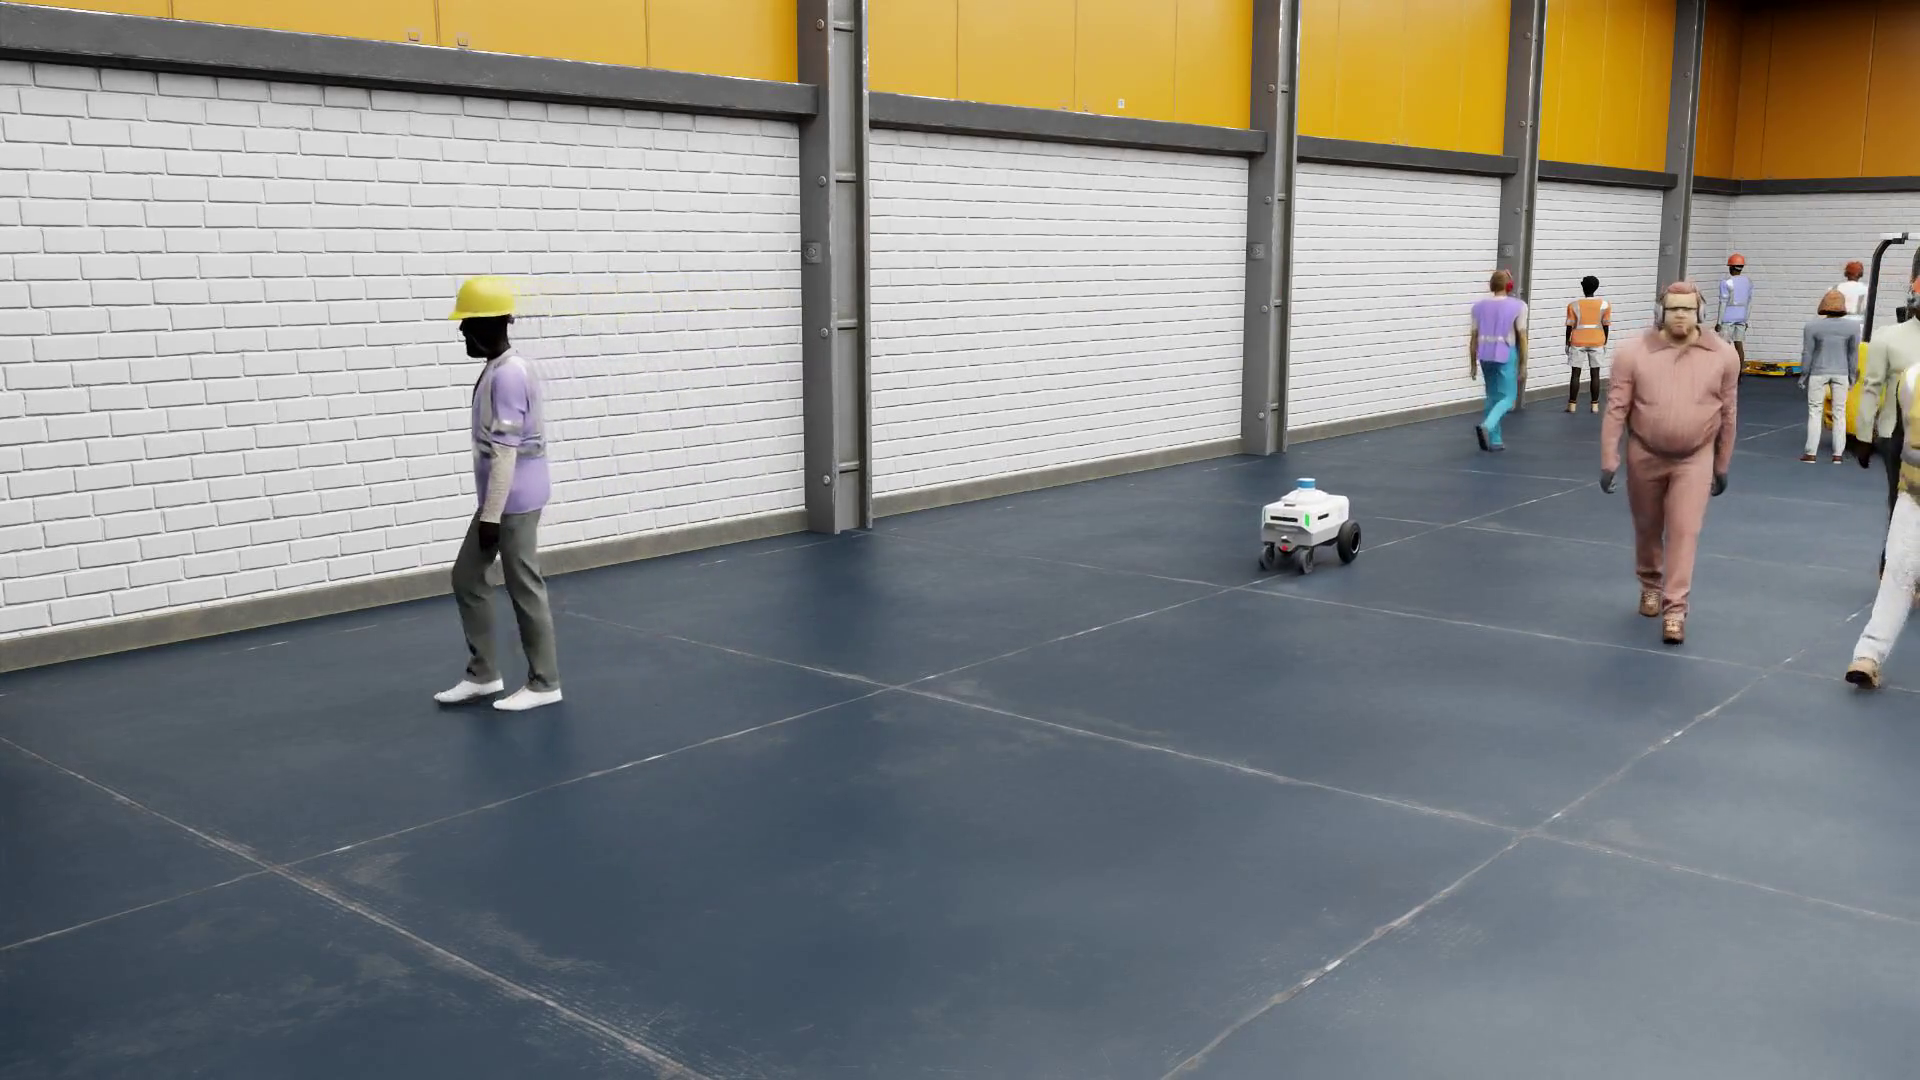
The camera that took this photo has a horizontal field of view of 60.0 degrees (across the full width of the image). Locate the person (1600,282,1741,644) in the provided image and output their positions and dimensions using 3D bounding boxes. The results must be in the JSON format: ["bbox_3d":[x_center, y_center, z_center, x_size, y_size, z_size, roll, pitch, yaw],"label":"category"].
[{"bbox_3d":[3.762,-0.436,8.851,0.653,1.857,1.023,4,11,23],"label":"person"}]

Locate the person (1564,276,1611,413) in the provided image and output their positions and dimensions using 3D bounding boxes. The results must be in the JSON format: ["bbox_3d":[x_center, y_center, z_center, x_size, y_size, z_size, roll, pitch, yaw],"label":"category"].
[{"bbox_3d":[7.712,-2.400,20.470,0.535,1.693,0.317,3,10,14],"label":"person"}]

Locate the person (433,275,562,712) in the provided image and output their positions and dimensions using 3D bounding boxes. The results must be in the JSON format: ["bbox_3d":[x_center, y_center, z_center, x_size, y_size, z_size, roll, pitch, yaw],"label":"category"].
[{"bbox_3d":[-2.077,-0.180,7.206,0.671,1.905,0.616,-4,11,-22],"label":"person"}]

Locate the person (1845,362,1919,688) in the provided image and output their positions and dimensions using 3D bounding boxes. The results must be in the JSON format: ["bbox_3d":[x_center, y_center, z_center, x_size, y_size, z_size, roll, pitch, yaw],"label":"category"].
[{"bbox_3d":[4.502,-0.182,7.605,0.951,1.776,0.616,-8,13,-38],"label":"person"}]

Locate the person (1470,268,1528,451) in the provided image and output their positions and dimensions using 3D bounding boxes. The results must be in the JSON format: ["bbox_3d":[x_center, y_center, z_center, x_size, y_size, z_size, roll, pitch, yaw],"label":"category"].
[{"bbox_3d":[5.292,-1.759,16.415,0.693,1.830,0.577,-9,14,-43],"label":"person"}]

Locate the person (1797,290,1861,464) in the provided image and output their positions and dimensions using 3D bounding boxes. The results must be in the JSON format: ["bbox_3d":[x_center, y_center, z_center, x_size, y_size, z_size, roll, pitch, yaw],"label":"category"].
[{"bbox_3d":[8.185,-1.532,15.686,0.510,1.631,0.267,2,10,13],"label":"person"}]

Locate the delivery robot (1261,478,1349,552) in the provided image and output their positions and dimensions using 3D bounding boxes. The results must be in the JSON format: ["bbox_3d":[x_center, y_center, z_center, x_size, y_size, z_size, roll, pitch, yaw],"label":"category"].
[{"bbox_3d":[2.209,-0.151,10.626,0.477,0.478,0.707,7,12,34],"label":"delivery robot"}]

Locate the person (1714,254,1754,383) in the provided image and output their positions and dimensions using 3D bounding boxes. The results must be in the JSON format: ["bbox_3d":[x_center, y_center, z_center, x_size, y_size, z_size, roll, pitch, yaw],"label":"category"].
[{"bbox_3d":[11.596,-3.315,24.975,0.547,1.938,0.359,-2,10,-13],"label":"person"}]

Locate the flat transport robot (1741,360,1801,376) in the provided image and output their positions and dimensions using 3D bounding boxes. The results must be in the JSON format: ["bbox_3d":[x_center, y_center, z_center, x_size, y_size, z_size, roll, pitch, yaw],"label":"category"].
[{"bbox_3d":[13.242,-2.763,26.573,1.431,0.197,0.652,-4,11,-20],"label":"flat transport robot"}]

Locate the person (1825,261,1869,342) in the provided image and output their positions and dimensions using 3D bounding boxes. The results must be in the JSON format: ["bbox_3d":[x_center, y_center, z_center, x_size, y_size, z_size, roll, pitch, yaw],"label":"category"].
[{"bbox_3d":[11.899,-2.811,22.321,0.583,1.864,0.712,9,14,43],"label":"person"}]

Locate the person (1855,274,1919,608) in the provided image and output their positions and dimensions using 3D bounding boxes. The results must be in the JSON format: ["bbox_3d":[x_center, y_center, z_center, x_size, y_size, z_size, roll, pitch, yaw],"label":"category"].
[{"bbox_3d":[5.493,-0.583,9.435,0.615,1.930,1.028,1,10,4],"label":"person"}]

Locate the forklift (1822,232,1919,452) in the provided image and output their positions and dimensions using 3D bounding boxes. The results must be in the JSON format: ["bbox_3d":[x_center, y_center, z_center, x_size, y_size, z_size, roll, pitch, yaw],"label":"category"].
[{"bbox_3d":[9.955,-1.972,16.595,2.313,2.155,1.214,1,10,8],"label":"forklift"}]
